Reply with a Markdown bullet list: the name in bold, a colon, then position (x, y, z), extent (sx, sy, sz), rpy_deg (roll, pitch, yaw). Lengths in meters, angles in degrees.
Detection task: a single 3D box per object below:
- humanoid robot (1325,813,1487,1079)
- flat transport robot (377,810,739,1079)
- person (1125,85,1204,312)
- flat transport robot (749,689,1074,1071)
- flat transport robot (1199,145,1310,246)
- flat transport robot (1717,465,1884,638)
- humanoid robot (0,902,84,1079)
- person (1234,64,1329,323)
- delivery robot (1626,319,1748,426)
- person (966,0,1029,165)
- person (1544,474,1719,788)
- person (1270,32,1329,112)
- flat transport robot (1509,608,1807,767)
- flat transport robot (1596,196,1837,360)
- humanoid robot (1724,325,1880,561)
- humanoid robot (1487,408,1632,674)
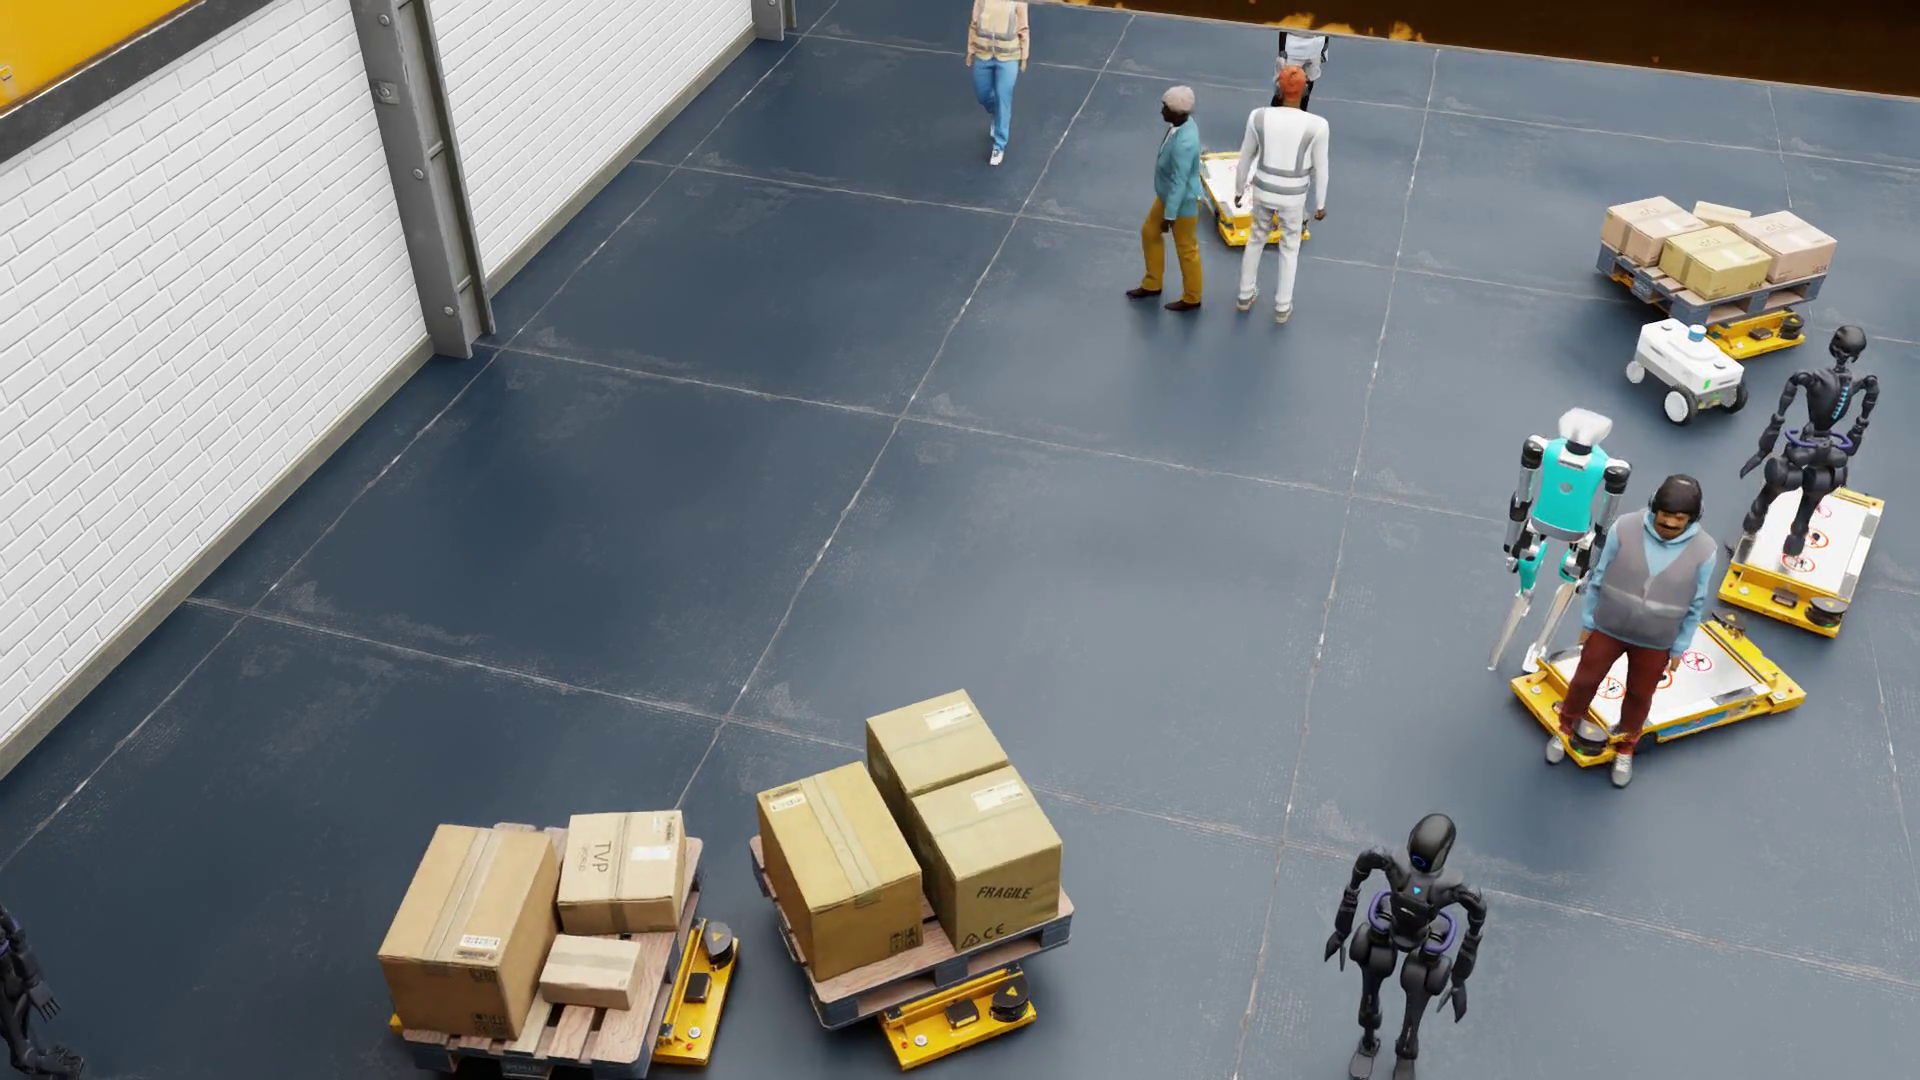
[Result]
- **humanoid robot**: position (1.802, 1.684, 6.786), extent (0.613, 1.643, 0.344), rpy_deg (19, 43, 22)
- **flat transport robot**: position (-1.777, 1.987, 7.533), extent (1.431, 0.231, 0.659), rpy_deg (4, 39, 5)
- **person**: position (1.475, -2.396, 11.807), extent (0.687, 1.722, 0.559), rpy_deg (0, 39, 0)
- **flat transport robot**: position (-0.245, 1.769, 7.803), extent (0.659, 0.231, 1.431), rpy_deg (-16, 41, -19)
- **flat transport robot**: position (2.311, -2.813, 13.503), extent (0.659, 0.231, 1.431), rpy_deg (-5, 39, -7)
- **flat transport robot**: position (5.071, 0.022, 9.977), extent (0.659, 0.231, 1.431), rpy_deg (22, 44, 25)
- **humanoid robot**: position (-3.965, 1.734, 6.722), extent (0.616, 1.646, 0.366), rpy_deg (5, 39, 6)
- **person**: position (2.259, -2.423, 11.740), extent (0.657, 1.876, 0.374), rpy_deg (17, 42, 20)
- **delivery robot**: position (4.916, -1.147, 11.216), extent (0.499, 0.611, 0.792), rpy_deg (-14, 41, -17)
- **person**: position (0.312, -4.060, 13.900), extent (0.516, 1.703, 0.655), rpy_deg (12, 40, 15)
- **person**: position (3.333, 0.428, 8.196), extent (0.529, 1.871, 0.413), rpy_deg (17, 42, 20)
- **person**: position (2.872, -4.107, 13.980), extent (0.531, 1.691, 0.322), rpy_deg (-17, 42, -20)
- **flat transport robot**: position (3.791, 0.790, 9.022), extent (1.431, 0.231, 0.659), rpy_deg (-13, 40, -15)
- **flat transport robot**: position (5.451, -1.797, 12.239), extent (0.659, 0.231, 1.431), rpy_deg (-14, 41, -17)
- **humanoid robot**: position (4.801, -0.466, 9.472), extent (0.607, 1.635, 0.528), rpy_deg (1, 39, 1)
- **humanoid robot**: position (3.195, 0.011, 8.847), extent (0.545, 1.832, 0.700), rpy_deg (22, 44, 25)
